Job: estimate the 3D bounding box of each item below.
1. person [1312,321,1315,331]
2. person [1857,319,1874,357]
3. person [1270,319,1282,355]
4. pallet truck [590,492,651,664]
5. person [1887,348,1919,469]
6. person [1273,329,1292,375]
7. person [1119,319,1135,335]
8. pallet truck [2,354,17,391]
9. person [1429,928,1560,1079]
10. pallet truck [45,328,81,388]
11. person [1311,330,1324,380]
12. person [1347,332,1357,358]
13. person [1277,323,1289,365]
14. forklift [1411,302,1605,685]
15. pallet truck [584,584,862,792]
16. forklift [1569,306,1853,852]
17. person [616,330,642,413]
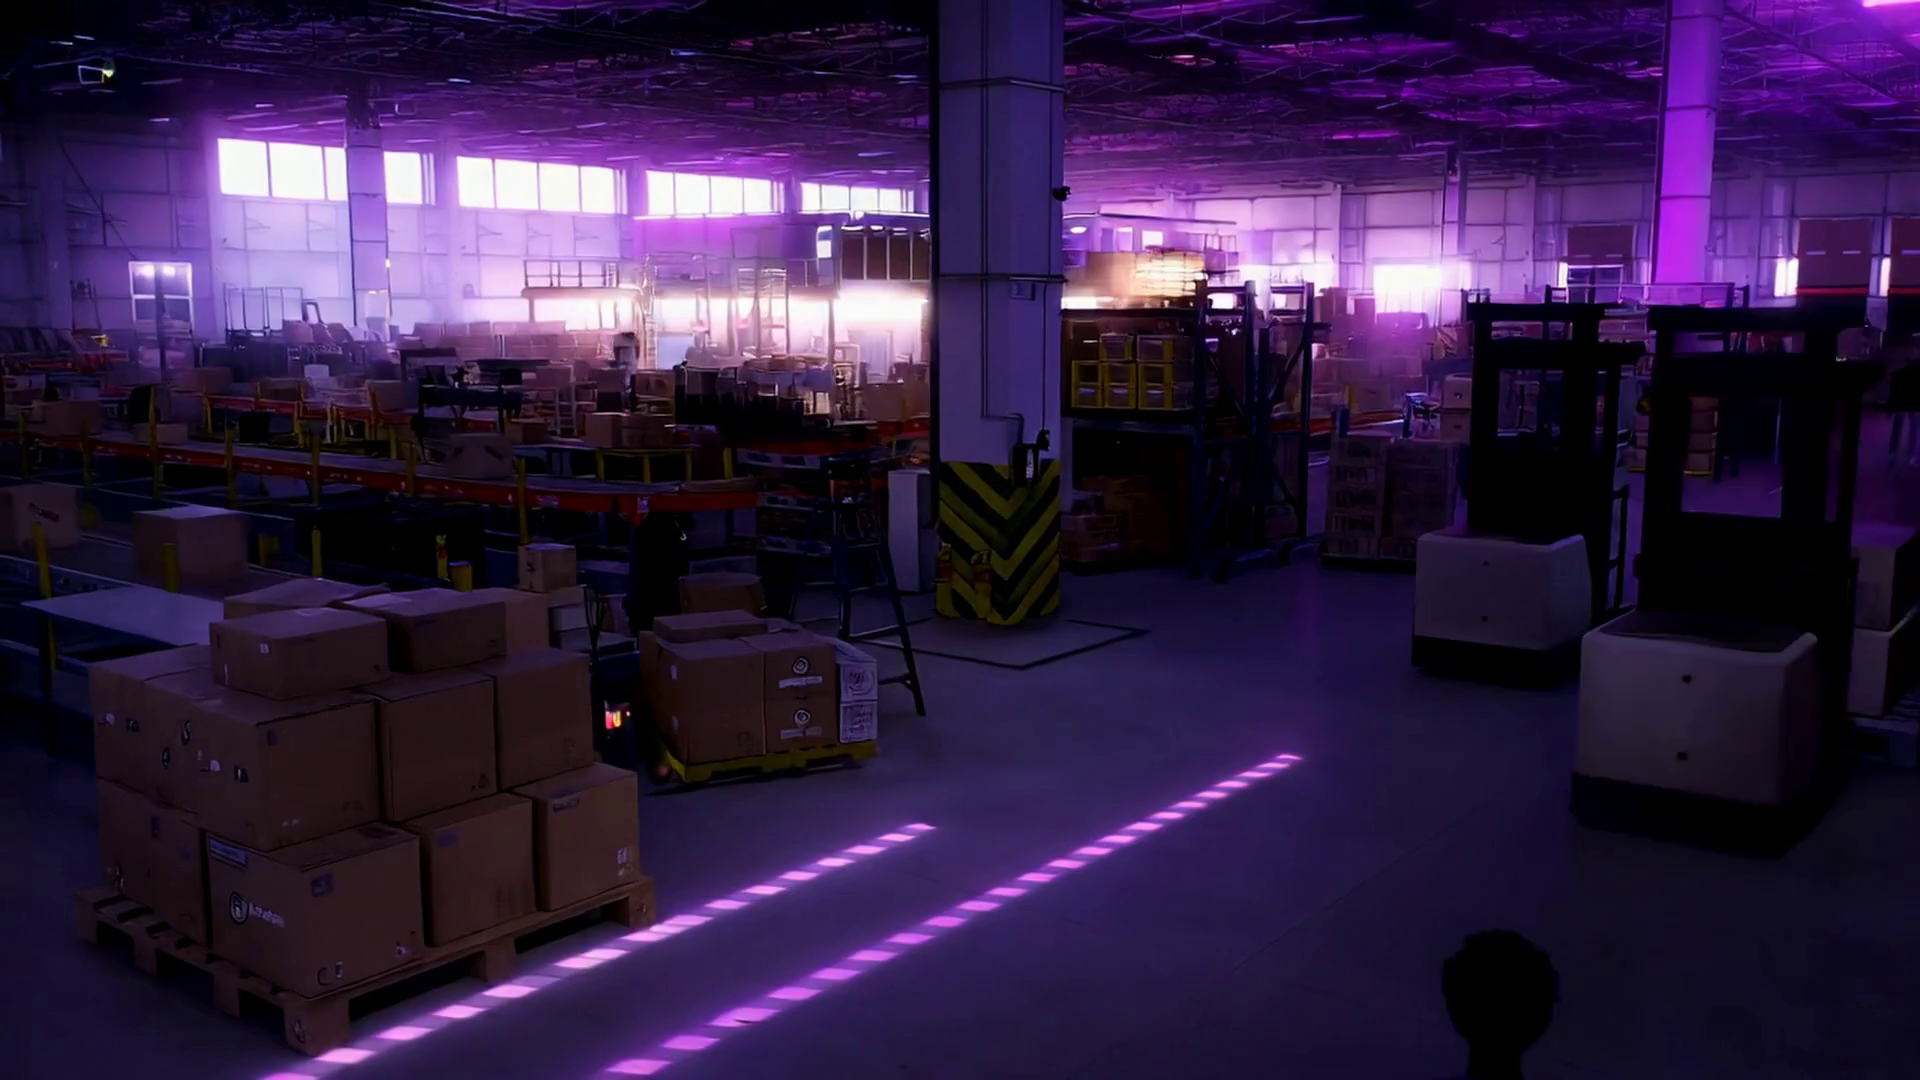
[{"bbox_3d":[16.749,-9.782,79.047,0.655,1.932,0.616,-1,9,-7],"label":"person"},{"bbox_3d":[34.540,-7.464,63.437,0.585,1.920,0.373,1,8,6],"label":"person"},{"bbox_3d":[14.624,-9.346,76.836,0.828,1.712,0.495,-3,9,-22],"label":"person"},{"bbox_3d":[-3.115,0.344,12.883,0.653,1.274,1.630,7,11,37],"label":"pallet truck"},{"bbox_3d":[15.655,-2.162,27.449,0.624,1.990,0.388,3,9,22],"label":"person"},{"bbox_3d":[9.210,-5.109,47.710,0.646,1.871,0.399,8,12,44],"label":"person"},{"bbox_3d":[6.287,-7.373,62.662,0.610,1.964,0.365,3,9,17],"label":"person"},{"bbox_3d":[-24.881,-4.417,42.634,1.885,1.965,0.823,8,11,41],"label":"pallet truck"},{"bbox_3d":[1.036,1.579,3.364,0.549,1.643,0.886,2,9,11],"label":"person"},{"bbox_3d":[-23.775,-4.544,43.495,1.885,1.965,0.823,6,10,35],"label":"pallet truck"},{"bbox_3d":[9.372,-4.579,43.932,0.366,1.935,0.552,7,11,41],"label":"person"},{"bbox_3d":[12.004,-5.510,50.959,0.933,1.717,0.528,6,11,37],"label":"person"},{"bbox_3d":[11.216,-6.591,57.789,0.519,1.858,0.381,8,12,44],"label":"person"},{"bbox_3d":[4.379,-0.438,12.852,1.129,2.768,1.873,7,11,37],"label":"forklift"},{"bbox_3d":[-1.426,0.805,10.019,1.601,1.201,0.680,-4,9,-26],"label":"pallet truck"},{"bbox_3d":[4.260,0.100,9.227,1.129,2.768,1.873,6,11,37],"label":"forklift"},{"bbox_3d":[-7.799,-3.937,39.281,0.607,2.023,0.684,-8,12,-43],"label":"person"}]
